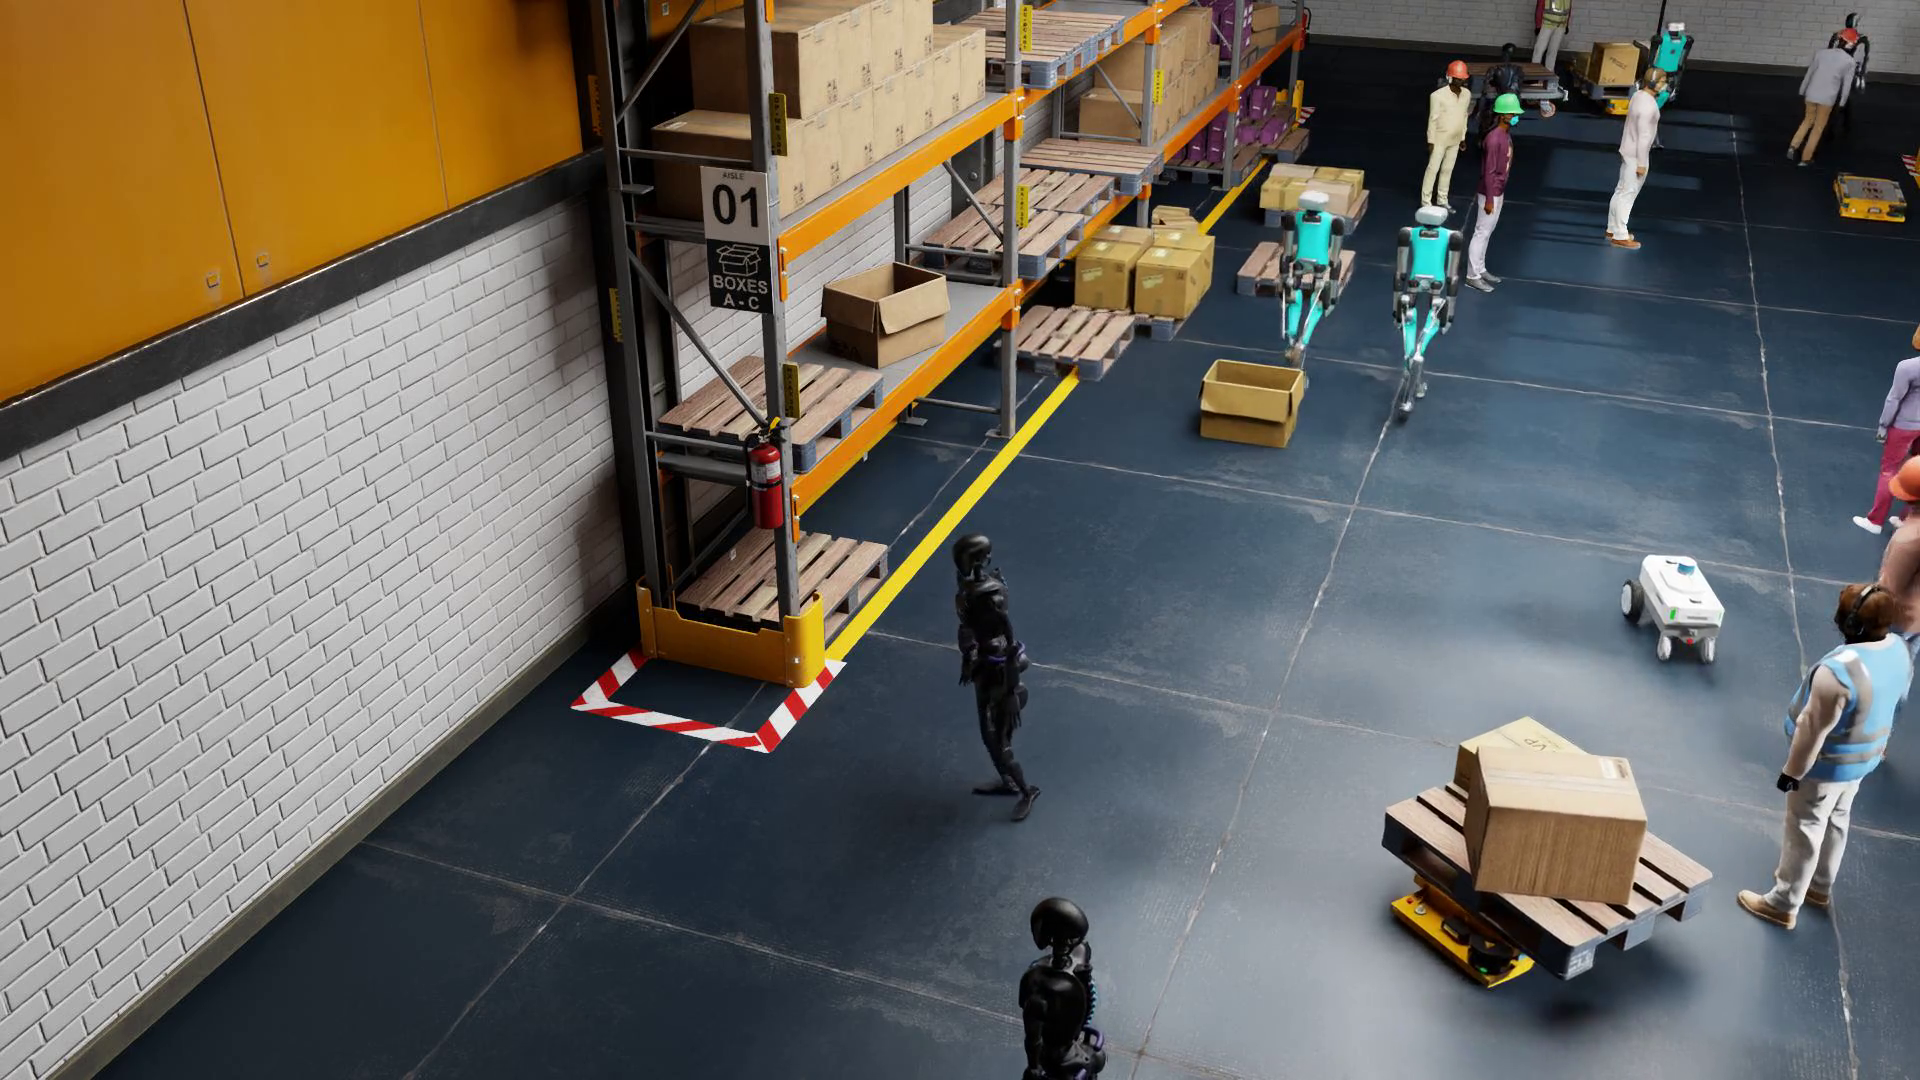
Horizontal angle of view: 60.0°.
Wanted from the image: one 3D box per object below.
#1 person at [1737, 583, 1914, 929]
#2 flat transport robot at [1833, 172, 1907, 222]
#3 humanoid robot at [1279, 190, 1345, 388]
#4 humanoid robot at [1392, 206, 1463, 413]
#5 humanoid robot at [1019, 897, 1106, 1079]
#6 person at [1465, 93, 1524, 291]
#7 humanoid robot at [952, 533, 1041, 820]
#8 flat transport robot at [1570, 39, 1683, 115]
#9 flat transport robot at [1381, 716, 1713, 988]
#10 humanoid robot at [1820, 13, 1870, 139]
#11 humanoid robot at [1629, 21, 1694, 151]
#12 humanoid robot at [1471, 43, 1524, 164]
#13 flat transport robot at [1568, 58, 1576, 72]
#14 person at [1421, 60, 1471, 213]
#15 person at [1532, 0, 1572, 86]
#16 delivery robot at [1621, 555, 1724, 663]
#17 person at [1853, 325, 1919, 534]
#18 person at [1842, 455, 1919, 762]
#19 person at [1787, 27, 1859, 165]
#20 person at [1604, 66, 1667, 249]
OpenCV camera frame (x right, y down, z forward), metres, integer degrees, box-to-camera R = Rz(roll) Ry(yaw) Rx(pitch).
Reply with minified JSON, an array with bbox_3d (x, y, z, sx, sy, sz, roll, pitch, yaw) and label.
[{"bbox_3d":[4.190,1.041,8.029,0.630,1.837,0.430,-18,32,-31],"label":"person"},{"bbox_3d":[10.691,-4.026,19.560,0.659,0.231,1.431,10,29,19],"label":"flat transport robot"},{"bbox_3d":[2.849,-1.985,14.044,0.541,1.791,0.944,13,30,24],"label":"humanoid robot"},{"bbox_3d":[3.765,-1.818,13.735,0.573,1.756,1.049,13,30,23],"label":"humanoid robot"},{"bbox_3d":[0.360,2.049,6.243,0.366,1.650,0.590,12,30,23],"label":"humanoid robot"},{"bbox_3d":[5.335,-3.505,16.715,0.422,1.952,0.491,14,31,26],"label":"person"},{"bbox_3d":[0.198,0.705,8.850,0.436,1.632,0.616,-14,31,-26],"label":"humanoid robot"},{"bbox_3d":[9.602,-6.427,24.218,0.659,0.231,1.431,0,27,1],"label":"flat transport robot"},{"bbox_3d":[2.926,1.753,8.351,1.431,0.231,0.659,-15,31,-27],"label":"flat transport robot"},{"bbox_3d":[11.916,-6.245,22.343,0.571,1.639,0.602,-23,35,-37],"label":"humanoid robot"},{"bbox_3d":[9.036,-5.915,21.628,0.540,1.718,1.045,-1,27,-1],"label":"humanoid robot"},{"bbox_3d":[6.643,-5.312,20.580,0.588,1.628,0.795,-7,28,-14],"label":"humanoid robot"},{"bbox_3d":[9.869,-7.218,25.751,0.659,0.231,1.431,5,28,9],"label":"flat transport robot"},{"bbox_3d":[5.588,-4.602,19.054,0.562,1.752,0.325,-13,30,-23],"label":"person"},{"bbox_3d":[8.953,-7.777,25.119,0.625,1.846,0.429,-10,29,-18],"label":"person"},{"bbox_3d":[4.609,0.398,10.688,0.499,0.614,0.808,2,27,5],"label":"delivery robot"},{"bbox_3d":[6.766,-0.800,11.820,0.498,1.629,0.288,-2,27,-4],"label":"person"},{"bbox_3d":[5.195,0.393,9.171,0.664,1.946,0.386,-16,31,-29],"label":"person"},{"bbox_3d":[10.932,-5.590,21.004,0.494,1.718,0.590,-18,32,-31],"label":"person"},{"bbox_3d":[7.296,-4.131,17.943,0.353,1.937,0.634,4,28,8],"label":"person"}]
